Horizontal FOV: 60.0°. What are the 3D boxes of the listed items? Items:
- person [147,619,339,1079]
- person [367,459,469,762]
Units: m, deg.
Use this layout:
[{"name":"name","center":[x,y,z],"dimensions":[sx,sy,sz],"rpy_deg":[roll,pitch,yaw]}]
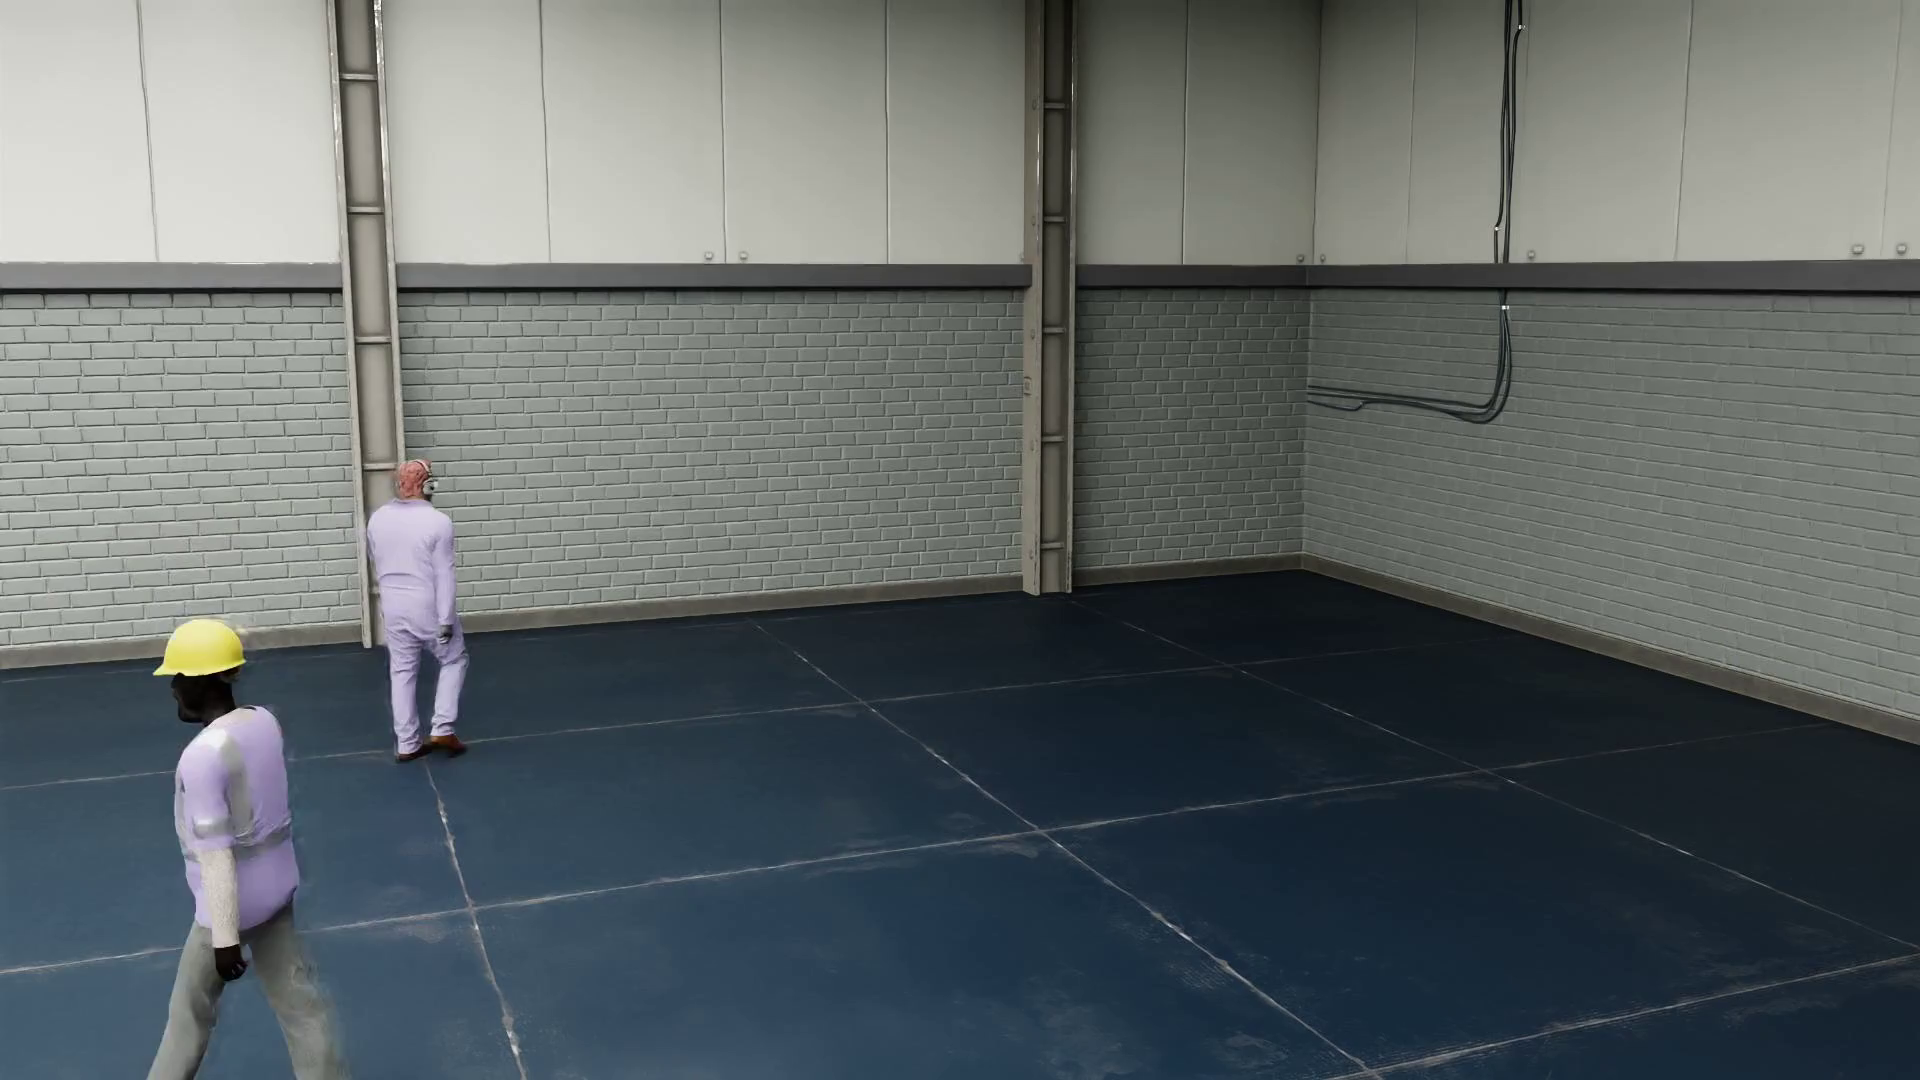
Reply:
[{"name":"person","center":[-2.564,1.199,5.670],"dimensions":[0.967,1.875,0.608],"rpy_deg":[0,9,3]},{"name":"person","center":[-3.371,0.440,10.423],"dimensions":[0.644,1.890,0.511],"rpy_deg":[3,9,17]}]
